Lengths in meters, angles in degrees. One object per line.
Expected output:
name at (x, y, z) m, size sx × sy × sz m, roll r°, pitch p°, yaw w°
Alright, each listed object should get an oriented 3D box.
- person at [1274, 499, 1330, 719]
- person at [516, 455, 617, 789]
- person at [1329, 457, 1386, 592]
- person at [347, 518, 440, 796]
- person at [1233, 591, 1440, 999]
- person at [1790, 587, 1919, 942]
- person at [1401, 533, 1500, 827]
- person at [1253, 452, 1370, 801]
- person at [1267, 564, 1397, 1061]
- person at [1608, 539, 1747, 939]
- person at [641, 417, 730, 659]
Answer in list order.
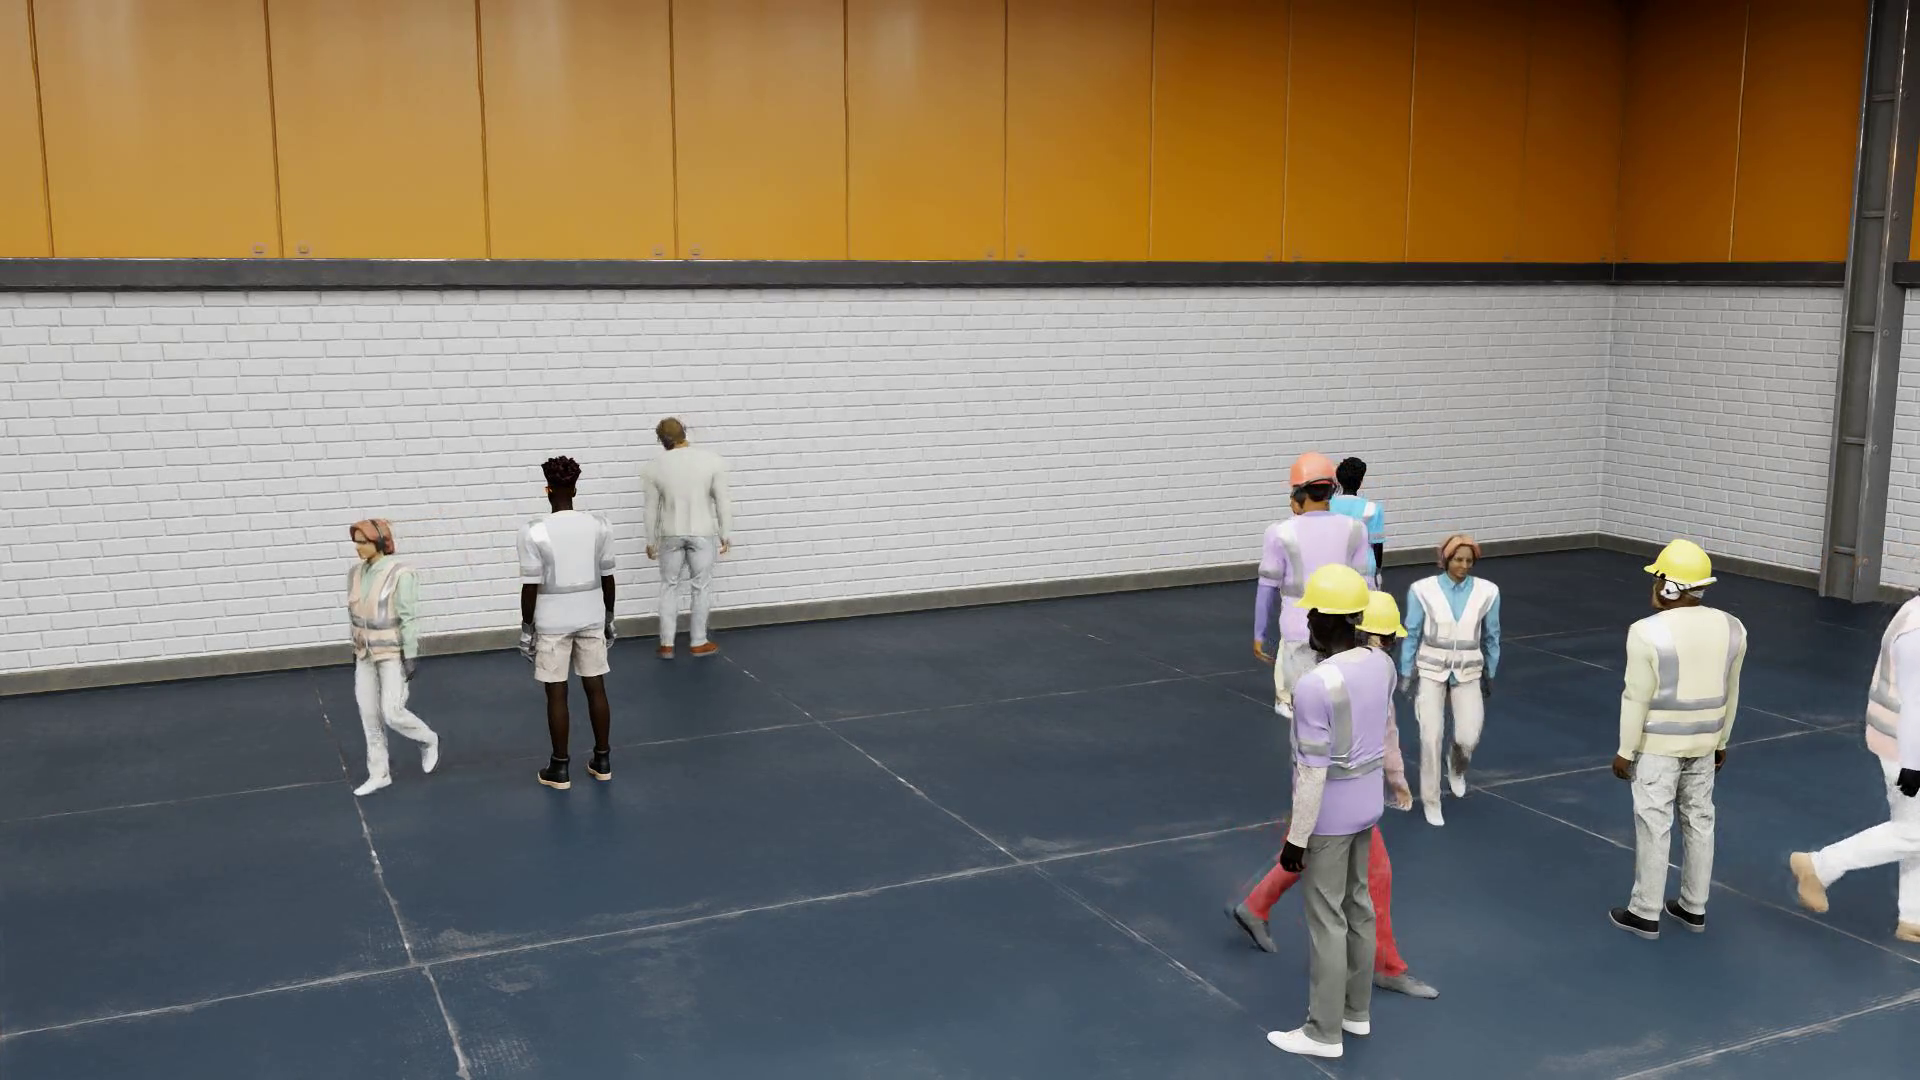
person at (2.357, 0.396, 11.369) m, size 0.507 × 1.632 × 0.267 m, roll -8°, pitch 12°, yaw -41°
person at (-2.313, 0.481, 9.815) m, size 0.610 × 1.964 × 0.366 m, roll -6°, pitch 11°, yaw -35°
person at (2.831, 0.242, 12.135) m, size 0.532 × 1.697 × 0.319 m, roll 4°, pitch 10°, yaw 23°
person at (-3.338, 0.668, 9.712) m, size 0.527 × 1.621 × 0.451 m, roll 5°, pitch 10°, yaw 27°
person at (1.605, 1.038, 7.143) m, size 0.936 × 1.716 × 0.511 m, roll 5°, pitch 11°, yaw 29°
person at (4.220, 0.932, 7.503) m, size 0.668 × 1.809 × 0.671 m, roll 6°, pitch 11°, yaw 33°
person at (2.705, 0.749, 9.239) m, size 0.533 × 1.629 × 0.465 m, roll 1°, pitch 9°, yaw 6°
person at (1.990, 0.497, 9.614) m, size 0.618 × 2.001 × 0.937 m, roll -1°, pitch 9°, yaw -8°
person at (1.441, 1.045, 6.433) m, size 0.360 × 1.929 × 0.587 m, roll 8°, pitch 12°, yaw 41°
person at (3.246, 0.905, 7.586) m, size 0.586 × 1.837 × 0.403 m, roll -2°, pitch 9°, yaw -15°
person at (-2.148, -0.003, 13.029) m, size 0.676 × 1.906 × 0.426 m, roll -1°, pitch 9°, yaw -5°
